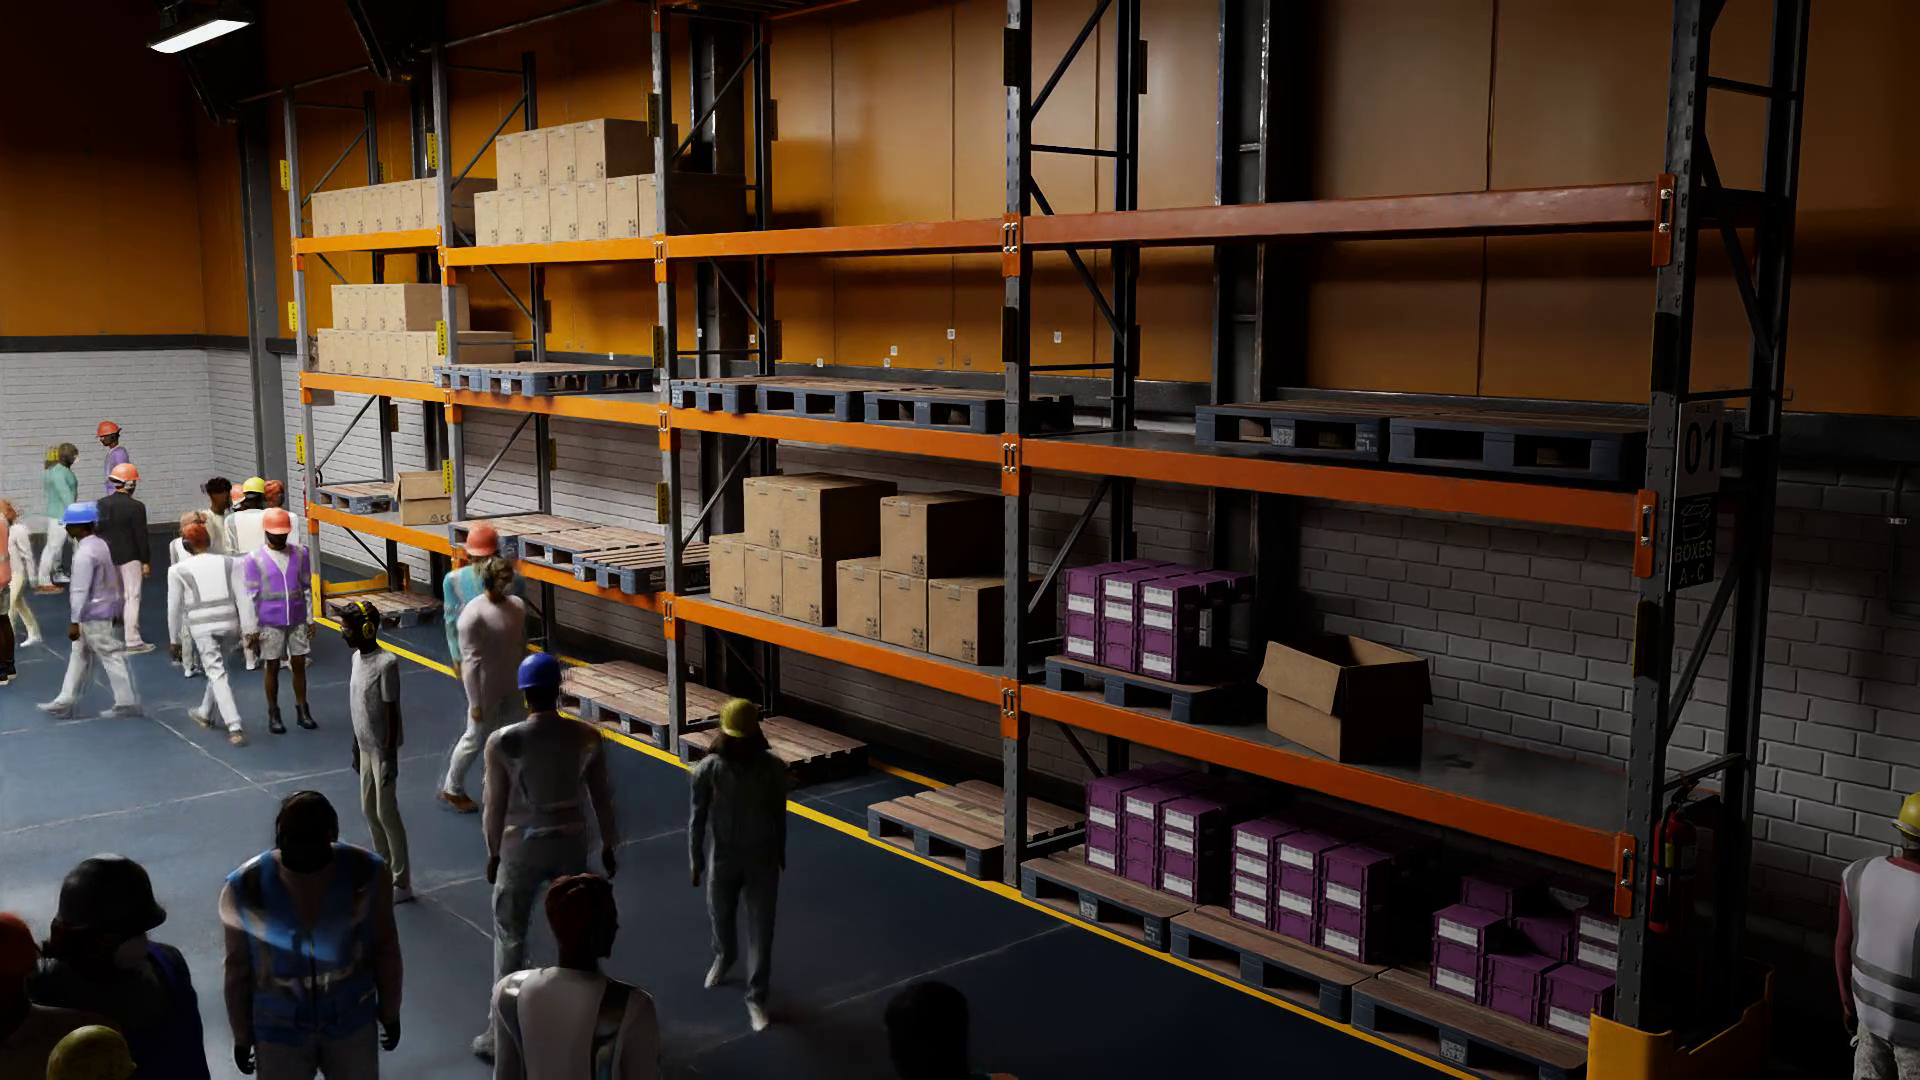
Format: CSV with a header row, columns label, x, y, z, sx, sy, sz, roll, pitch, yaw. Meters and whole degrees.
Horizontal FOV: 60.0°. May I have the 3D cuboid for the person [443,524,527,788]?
label,x,y,z,sx,sy,sz,roll,pitch,yaw
person,-3.633,0.830,12.837,0.591,1.986,1.100,-1,8,-6

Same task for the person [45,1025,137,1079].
label,x,y,z,sx,sy,sz,roll,pitch,yaw
person,-2.293,2.150,4.475,0.488,1.737,0.323,2,8,14

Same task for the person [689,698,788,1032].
label,x,y,z,sx,sy,sz,roll,pitch,yaw
person,-1.134,1.584,8.537,0.499,1.703,0.719,-1,8,-9

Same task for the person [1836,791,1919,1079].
label,x,y,z,sx,sy,sz,roll,pitch,yaw
person,3.635,1.831,6.339,0.403,1.830,0.598,-3,9,-20

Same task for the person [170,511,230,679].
label,x,y,z,sx,sy,sz,roll,pitch,yaw
person,-7.355,0.531,16.051,0.512,1.638,0.312,2,8,11

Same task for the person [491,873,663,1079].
label,x,y,z,sx,sy,sz,roll,pitch,yaw
person,-1.173,1.967,5.217,0.574,1.884,0.361,3,9,18

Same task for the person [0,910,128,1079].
label,x,y,z,sx,sy,sz,roll,pitch,yaw
person,-2.652,1.991,4.715,0.635,1.985,0.414,-3,9,-21

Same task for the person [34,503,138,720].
label,x,y,z,sx,sy,sz,roll,pitch,yaw
person,-7.619,0.637,14.339,0.918,1.911,0.644,-3,9,-18

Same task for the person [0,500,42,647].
label,x,y,z,sx,sy,sz,roll,pitch,yaw
person,-9.904,0.375,17.298,0.512,1.588,0.858,3,9,19

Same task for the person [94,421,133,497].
label,x,y,z,sx,sy,sz,roll,pitch,yaw
person,-11.476,-0.603,22.605,0.406,2.029,0.608,-6,10,-36

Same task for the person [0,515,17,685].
label,x,y,z,sx,sy,sz,roll,pitch,yaw
person,-9.229,0.402,15.808,0.367,1.966,0.604,-2,8,-10

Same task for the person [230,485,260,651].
label,x,y,z,sx,sy,sz,roll,pitch,yaw
person,-7.464,0.288,17.370,0.357,1.743,0.569,3,9,20

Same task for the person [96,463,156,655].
label,x,y,z,sx,sy,sz,roll,pitch,yaw
person,-8.642,0.197,17.249,0.633,1.973,0.438,3,9,18

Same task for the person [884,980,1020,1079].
label,x,y,z,sx,sy,sz,roll,pitch,yaw
person,-0.008,2.087,4.417,0.485,1.875,0.642,6,10,35

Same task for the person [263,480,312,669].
label,x,y,z,sx,sy,sz,roll,pitch,yaw
person,-6.757,0.346,16.487,0.572,1.883,0.355,1,8,9

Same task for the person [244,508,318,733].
label,x,y,z,sx,sy,sz,roll,pitch,yaw
person,-5.730,0.678,14.061,0.550,1.923,0.391,-7,11,-42

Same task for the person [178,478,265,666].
label,x,y,z,sx,sy,sz,roll,pitch,yaw
person,-7.362,0.324,16.570,1.028,1.900,0.624,0,8,2

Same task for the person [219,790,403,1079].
label,x,y,z,sx,sy,sz,roll,pitch,yaw
person,-2.455,1.835,6.353,0.639,1.833,0.431,-3,9,-23

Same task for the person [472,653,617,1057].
label,x,y,z,sx,sy,sz,roll,pitch,yaw
person,-2.055,1.524,8.186,0.725,1.928,0.500,-5,10,-33

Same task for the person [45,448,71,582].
label,x,y,z,sx,sy,sz,roll,pitch,yaw
person,-11.691,-0.323,21.623,0.295,1.744,0.491,-3,9,-17

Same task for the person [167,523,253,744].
label,x,y,z,sx,sy,sz,roll,pitch,yaw
person,-6.248,0.766,13.849,0.583,1.803,1.068,-8,11,-44

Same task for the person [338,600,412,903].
label,x,y,z,sx,sy,sz,roll,pitch,yaw
person,-3.557,1.284,10.084,0.344,1.856,0.525,-8,11,-44

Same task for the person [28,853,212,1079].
label,x,y,z,sx,sy,sz,roll,pitch,yaw
person,-2.489,1.920,5.002,0.538,2.000,0.690,3,9,19

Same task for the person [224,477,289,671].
label,x,y,z,sx,sy,sz,roll,pitch,yaw
person,-6.911,0.340,16.406,0.584,1.919,0.375,-1,8,-5

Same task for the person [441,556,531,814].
label,x,y,z,sx,sy,sz,roll,pitch,yaw
person,-3.265,1.038,11.644,1.026,1.896,0.640,4,9,28
